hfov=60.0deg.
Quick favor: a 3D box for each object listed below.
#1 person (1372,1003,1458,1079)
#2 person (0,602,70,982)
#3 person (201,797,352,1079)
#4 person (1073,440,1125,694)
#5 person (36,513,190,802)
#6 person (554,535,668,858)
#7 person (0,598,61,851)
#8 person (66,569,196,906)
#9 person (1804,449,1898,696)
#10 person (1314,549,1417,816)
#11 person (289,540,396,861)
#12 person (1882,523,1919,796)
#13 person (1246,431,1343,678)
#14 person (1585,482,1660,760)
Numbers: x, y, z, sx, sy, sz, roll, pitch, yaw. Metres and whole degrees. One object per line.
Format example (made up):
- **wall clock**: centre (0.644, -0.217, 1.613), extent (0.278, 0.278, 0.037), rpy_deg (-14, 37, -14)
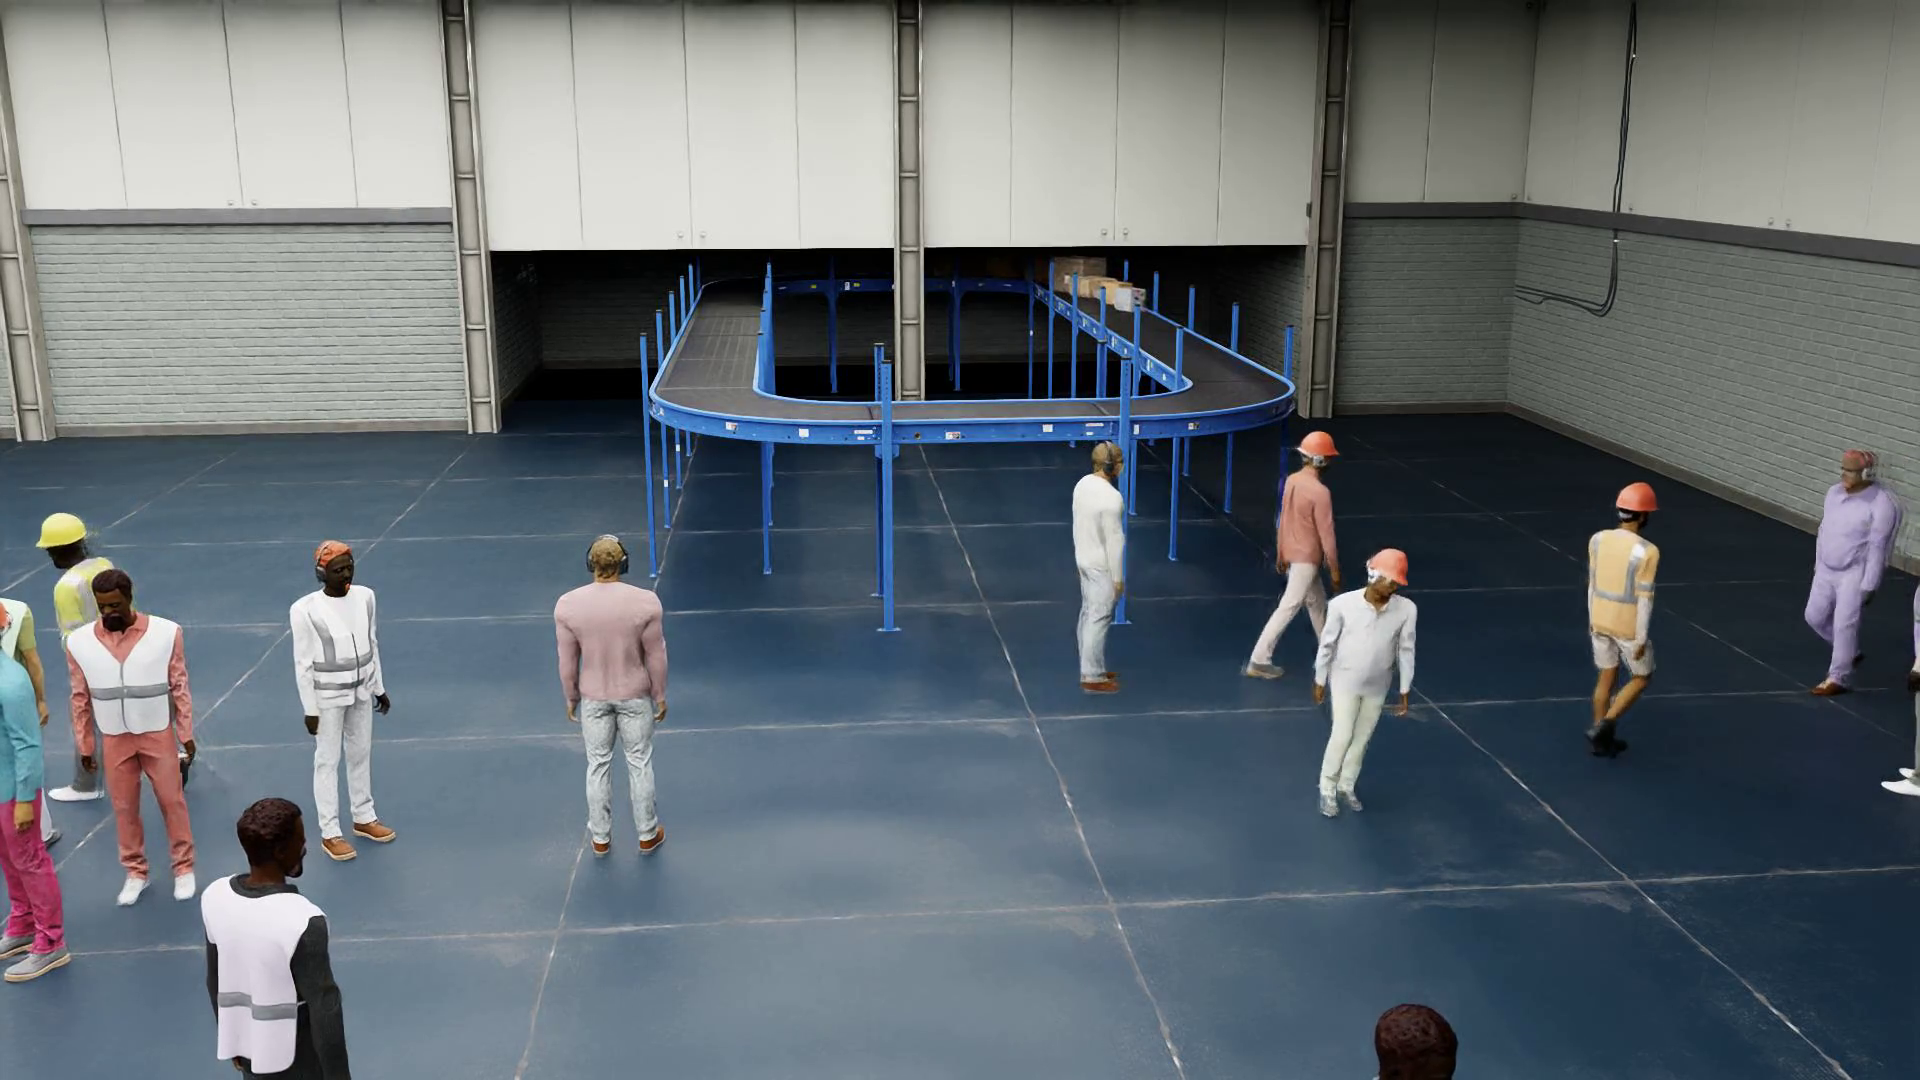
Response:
- **person**: centre (1.175, 2.174, 4.726), extent (0.398, 1.911, 0.588), rpy_deg (13, 19, 43)
- **person**: centre (-4.809, 1.222, 8.357), extent (0.622, 1.994, 0.382), rpy_deg (12, 18, 39)
- **person**: centre (-2.448, 1.846, 6.015), extent (0.599, 1.917, 0.376), rpy_deg (7, 16, 28)
- **person**: centre (1.063, 0.202, 12.568), extent (0.365, 1.938, 0.637), rpy_deg (-5, 15, -20)
- **person**: centre (-5.381, 0.745, 10.456), extent (0.815, 1.901, 0.611), rpy_deg (1, 14, 4)
- **person**: centre (-2.013, 0.914, 9.705), extent (0.629, 1.940, 0.373), rpy_deg (-1, 14, -4)
- **person**: centre (-5.623, 0.975, 9.666), extent (0.563, 1.837, 0.388), rpy_deg (-5, 15, -21)
- **person**: centre (-4.539, 1.068, 9.159), extent (0.598, 1.908, 0.398), rpy_deg (-4, 15, -16)
- **person**: centre (6.681, 0.242, 12.494), extent (0.475, 1.893, 0.657), rpy_deg (-3, 14, -13)
- **person**: centre (2.507, 0.876, 10.308), extent (0.593, 1.716, 0.474), rpy_deg (-1, 14, -5)
- **person**: centre (-3.623, 0.924, 9.780), extent (0.355, 1.883, 0.572), rpy_deg (8, 16, 30)
- **person**: centre (6.219, 0.694, 10.612), extent (0.590, 1.926, 0.388), rpy_deg (-12, 19, -41)
- **person**: centre (2.699, 0.120, 12.889), extent (1.040, 1.941, 0.644), rpy_deg (-3, 14, -11)
- **person**: centre (4.422, 0.559, 11.167), extent (0.448, 1.925, 0.544), rpy_deg (-8, 16, -30)
